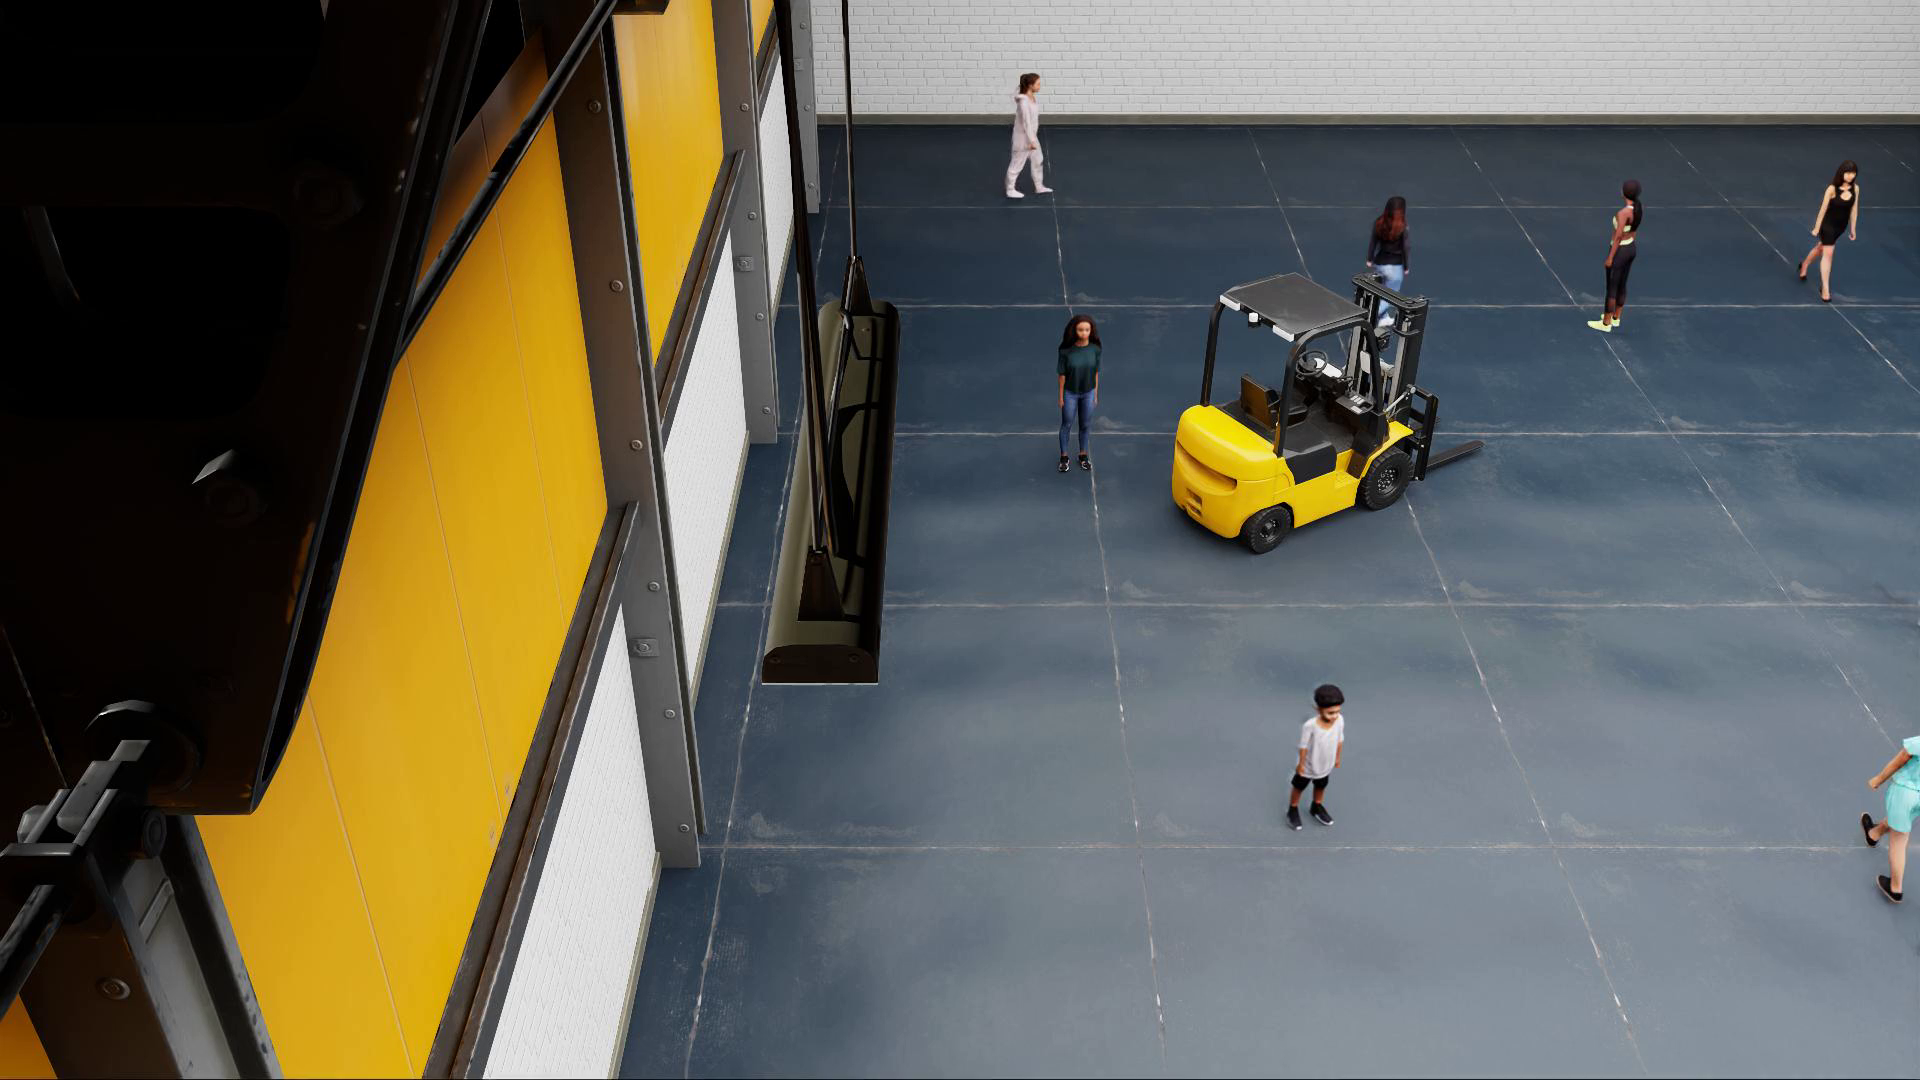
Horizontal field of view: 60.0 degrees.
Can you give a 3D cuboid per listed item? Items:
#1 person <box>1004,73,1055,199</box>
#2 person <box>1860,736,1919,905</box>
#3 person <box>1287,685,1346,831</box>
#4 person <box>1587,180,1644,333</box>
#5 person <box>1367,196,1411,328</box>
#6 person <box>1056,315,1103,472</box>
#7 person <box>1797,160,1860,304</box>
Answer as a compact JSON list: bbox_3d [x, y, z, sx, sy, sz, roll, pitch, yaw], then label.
[{"bbox_3d":[0.760,-5.302,21.873,0.823,1.661,0.880,9,35,13],"label":"person"},{"bbox_3d":[6.501,1.792,11.328,0.589,1.519,1.027,1,34,2],"label":"person"},{"bbox_3d":[2.564,1.544,11.942,0.525,1.252,0.525,-7,34,-10],"label":"person"},{"bbox_3d":[7.406,-3.181,18.596,0.645,1.755,0.679,-22,40,-30],"label":"person"},{"bbox_3d":[4.724,-3.005,18.461,1.060,1.613,1.035,-26,42,-34],"label":"person"},{"bbox_3d":[1.145,-1.429,16.087,0.632,1.616,0.634,-5,34,-7],"label":"person"},{"bbox_3d":[10.168,-3.670,19.469,0.672,1.604,1.080,-5,34,-8],"label":"person"}]
